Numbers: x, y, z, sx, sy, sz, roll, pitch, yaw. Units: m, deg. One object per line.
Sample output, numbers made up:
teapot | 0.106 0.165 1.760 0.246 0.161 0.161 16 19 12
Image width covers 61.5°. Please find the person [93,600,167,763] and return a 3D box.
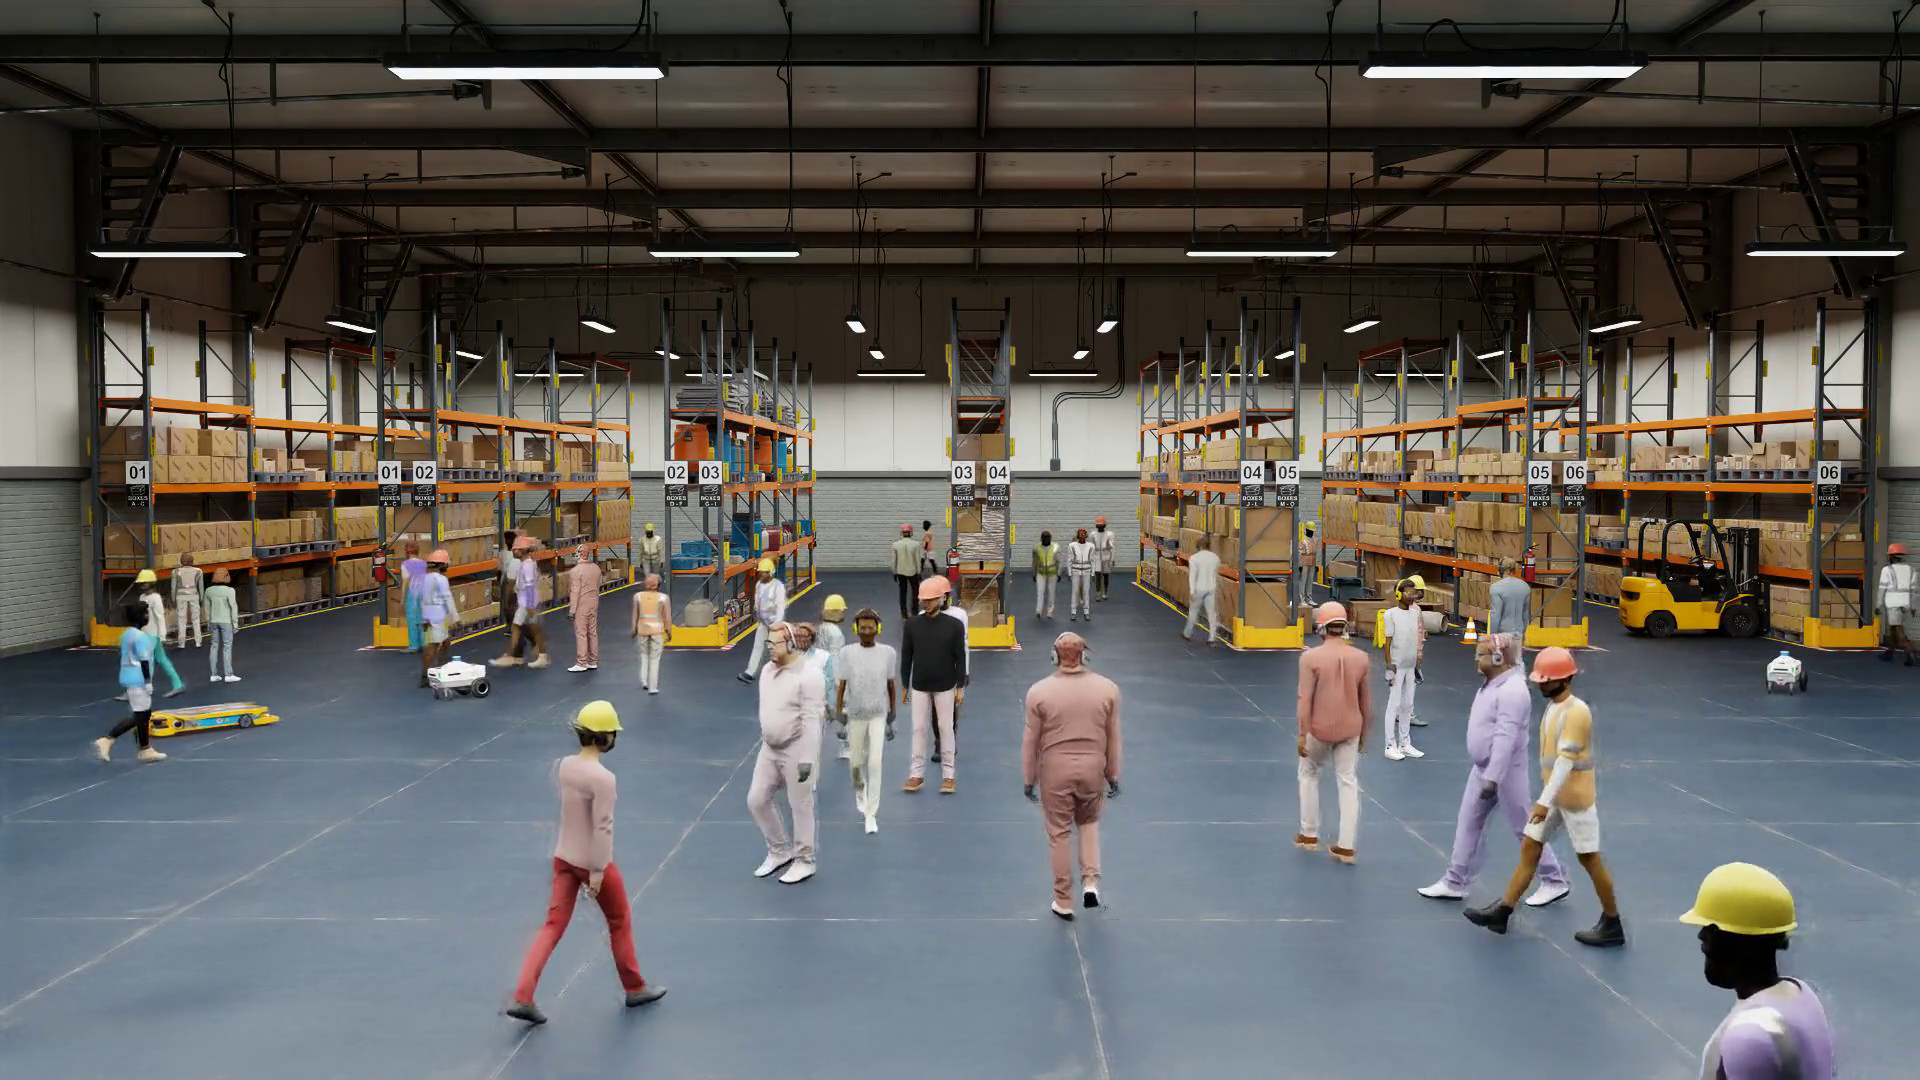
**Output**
person | -8.432 1.447 16.397 0.649 1.677 0.538 -2 3 -40

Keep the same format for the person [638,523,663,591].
person | -7.469 0.484 39.009 0.592 1.814 0.726 0 2 -10

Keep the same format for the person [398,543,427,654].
person | -9.048 0.970 26.774 0.404 1.827 0.624 1 2 21

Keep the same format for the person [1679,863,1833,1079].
person | 2.127 1.824 4.467 1.004 1.868 0.606 2 3 44

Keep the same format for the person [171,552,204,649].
person | -13.125 1.030 27.436 0.522 1.638 0.311 -2 3 -36

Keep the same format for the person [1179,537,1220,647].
person | 4.177 0.887 27.965 0.628 1.878 1.048 -1 2 -19

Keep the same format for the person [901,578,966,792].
person | -0.256 1.348 15.026 0.622 1.992 0.396 1 2 14

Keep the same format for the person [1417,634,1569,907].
person | 3.711 1.575 11.084 0.983 1.866 0.651 0 2 -3

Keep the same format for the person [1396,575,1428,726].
person | 5.354 1.300 19.080 0.328 1.767 0.532 0 2 -5

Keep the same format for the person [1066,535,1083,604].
person | 2.628 0.690 36.229 0.517 1.617 0.394 0 2 8

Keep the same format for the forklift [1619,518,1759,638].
forklift | 13.417 0.684 29.791 2.313 2.155 1.214 0 2 0

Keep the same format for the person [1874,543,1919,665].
person | 14.666 0.997 25.178 0.542 1.902 0.932 0 2 -12

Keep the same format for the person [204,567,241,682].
person | -10.535 1.205 23.059 0.507 1.636 0.275 1 2 12

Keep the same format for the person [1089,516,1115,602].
person | 3.360 0.431 38.099 0.622 2.008 0.991 0 2 11

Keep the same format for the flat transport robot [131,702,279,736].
flat transport robot | -8.769 2.069 18.780 0.652 0.197 1.431 2 3 41

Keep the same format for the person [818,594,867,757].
person | -1.397 1.417 16.795 0.799 1.714 0.497 -1 3 -27

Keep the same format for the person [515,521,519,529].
person | -11.132 0.362 40.903 0.633 1.920 0.736 1 2 16

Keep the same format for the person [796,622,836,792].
person | -1.406 1.551 14.776 0.538 1.586 0.848 0 2 -2

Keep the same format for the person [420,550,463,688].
person | -7.186 1.091 22.563 0.846 1.901 0.553 -2 3 -38

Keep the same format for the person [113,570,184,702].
person | -10.604 1.244 21.145 0.925 1.720 0.526 -2 3 -44

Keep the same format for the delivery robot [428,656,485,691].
delivery robot | -6.657 1.781 21.348 0.477 0.478 0.707 2 3 44

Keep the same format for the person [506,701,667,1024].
person | -2.051 1.731 8.764 0.526 1.721 0.910 2 3 40

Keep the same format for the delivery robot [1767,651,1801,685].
delivery robot | 11.217 1.756 21.965 0.477 0.478 0.707 1 3 34

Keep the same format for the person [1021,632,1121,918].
person | 0.732 1.562 10.806 0.670 1.894 0.432 0 2 -10

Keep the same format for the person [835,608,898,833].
person | -0.785 1.480 13.613 0.524 1.846 0.790 0 2 -3

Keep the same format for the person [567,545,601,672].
person | -5.683 1.023 24.295 0.408 1.909 0.638 1 2 23

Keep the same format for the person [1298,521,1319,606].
person | 7.861 0.536 36.408 0.585 1.919 0.374 -2 3 -34

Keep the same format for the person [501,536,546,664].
person | -6.921 0.935 25.387 0.594 2.000 0.674 0 2 1

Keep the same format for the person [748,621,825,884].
person | -1.262 1.531 11.656 0.660 1.888 0.494 2 3 40

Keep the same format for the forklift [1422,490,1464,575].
forklift | 13.926 -0.371 47.846 1.873 2.768 1.129 0 2 0

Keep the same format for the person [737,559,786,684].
person | -2.698 1.148 22.797 0.607 1.769 0.987 2 3 42

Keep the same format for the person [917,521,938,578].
person | -1.011 0.284 45.921 0.843 1.648 0.552 0 2 -5

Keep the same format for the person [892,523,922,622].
person | -1.036 0.652 32.678 0.653 1.976 0.676 1 2 17

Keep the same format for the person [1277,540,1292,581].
person | 8.185 0.376 41.455 0.607 1.829 0.989 1 2 21

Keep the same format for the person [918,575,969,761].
person | -0.195 1.321 16.618 0.562 1.917 0.411 1 2 13

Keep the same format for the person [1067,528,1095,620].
person | 2.474 0.692 32.915 0.573 1.883 0.353 0 2 -1

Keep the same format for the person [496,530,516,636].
person | -8.255 0.783 29.816 0.626 1.945 0.560 0 2 4

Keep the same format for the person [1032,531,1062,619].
person | 1.785 0.725 33.186 0.636 1.790 0.935 0 2 6

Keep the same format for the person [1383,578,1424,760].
person | 4.635 1.335 16.852 0.513 1.875 0.328 -2 3 -34

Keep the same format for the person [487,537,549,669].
person | -6.741 0.963 24.579 1.003 1.994 0.631 0 2 -12

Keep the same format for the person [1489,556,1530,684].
person | 6.842 1.171 20.166 0.635 1.937 0.352 -1 3 -28

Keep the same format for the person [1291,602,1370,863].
person | 2.848 1.459 12.524 0.665 1.962 0.793 -1 2 -14

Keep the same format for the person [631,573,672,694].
person | -4.147 1.259 21.795 0.550 1.618 0.526 0 2 6

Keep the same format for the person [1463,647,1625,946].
person | 3.721 1.605 10.150 0.990 1.866 0.535 0 2 -3
